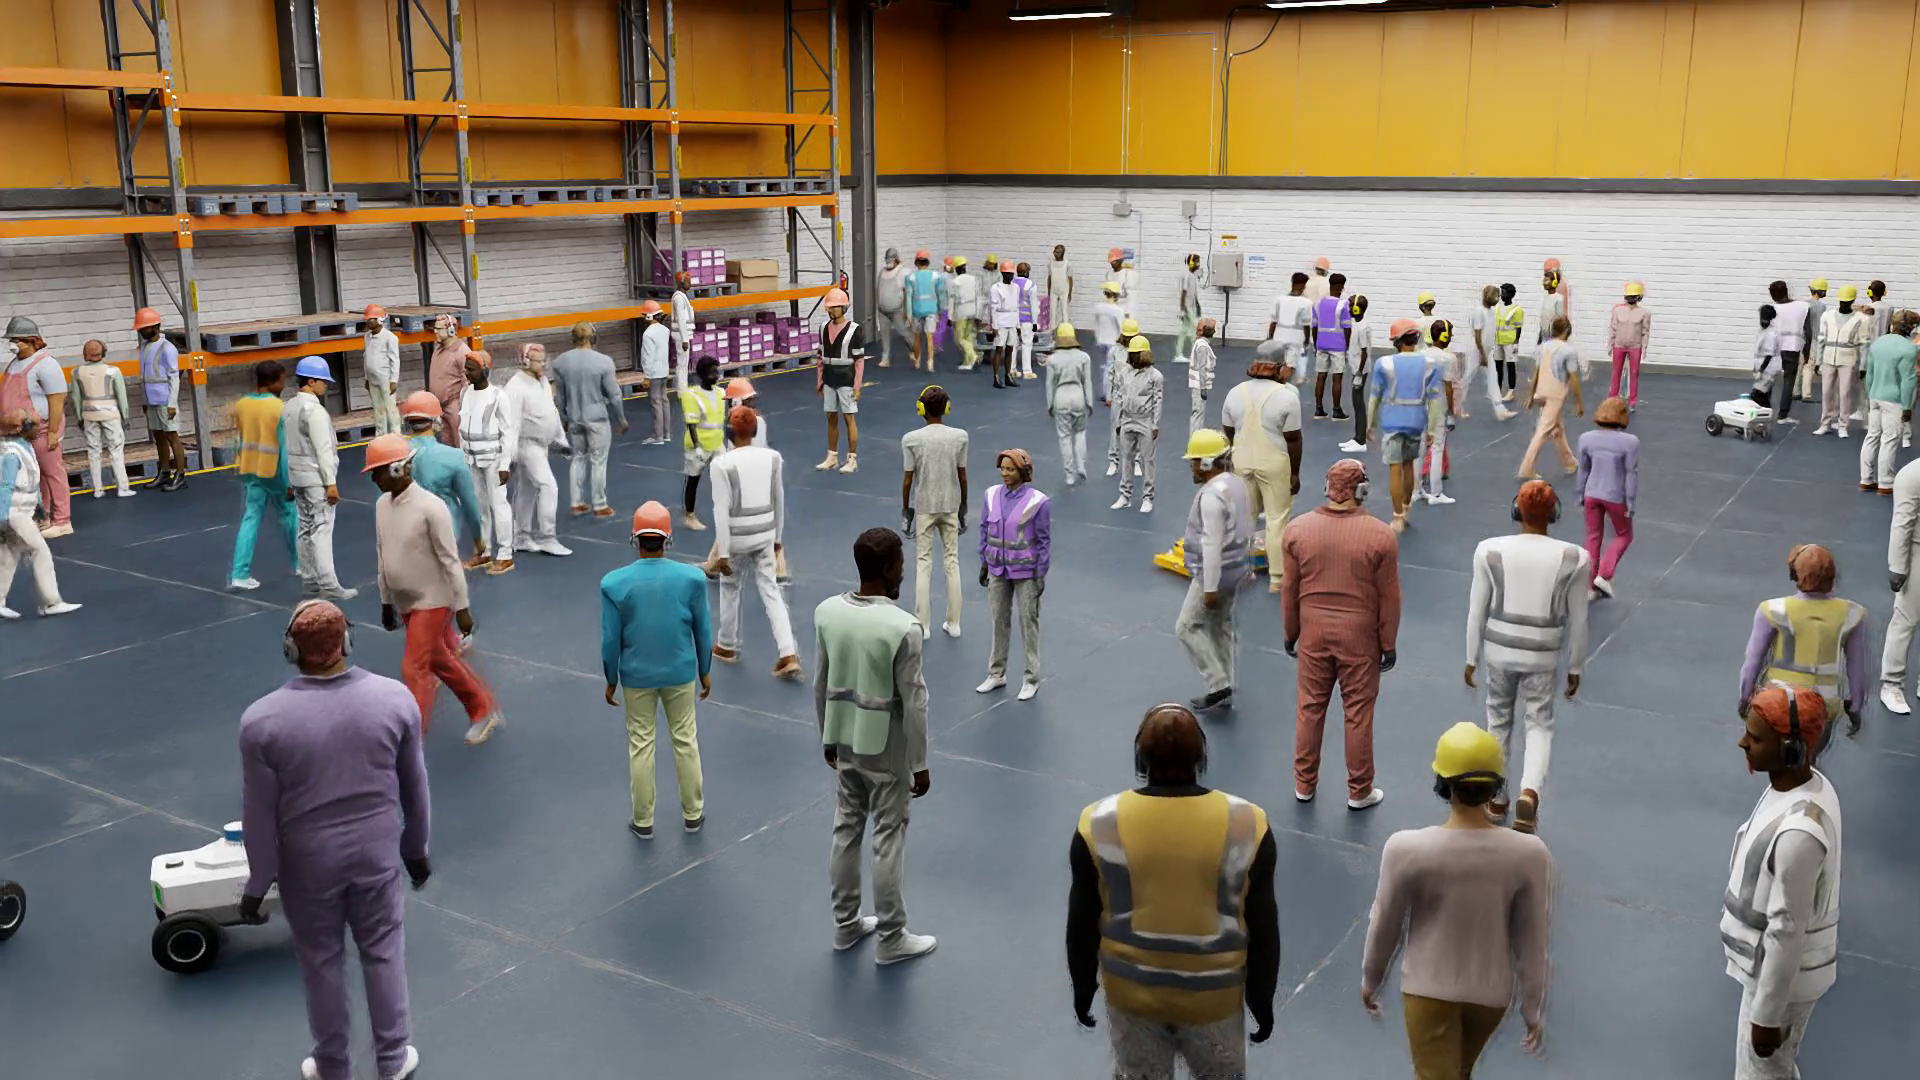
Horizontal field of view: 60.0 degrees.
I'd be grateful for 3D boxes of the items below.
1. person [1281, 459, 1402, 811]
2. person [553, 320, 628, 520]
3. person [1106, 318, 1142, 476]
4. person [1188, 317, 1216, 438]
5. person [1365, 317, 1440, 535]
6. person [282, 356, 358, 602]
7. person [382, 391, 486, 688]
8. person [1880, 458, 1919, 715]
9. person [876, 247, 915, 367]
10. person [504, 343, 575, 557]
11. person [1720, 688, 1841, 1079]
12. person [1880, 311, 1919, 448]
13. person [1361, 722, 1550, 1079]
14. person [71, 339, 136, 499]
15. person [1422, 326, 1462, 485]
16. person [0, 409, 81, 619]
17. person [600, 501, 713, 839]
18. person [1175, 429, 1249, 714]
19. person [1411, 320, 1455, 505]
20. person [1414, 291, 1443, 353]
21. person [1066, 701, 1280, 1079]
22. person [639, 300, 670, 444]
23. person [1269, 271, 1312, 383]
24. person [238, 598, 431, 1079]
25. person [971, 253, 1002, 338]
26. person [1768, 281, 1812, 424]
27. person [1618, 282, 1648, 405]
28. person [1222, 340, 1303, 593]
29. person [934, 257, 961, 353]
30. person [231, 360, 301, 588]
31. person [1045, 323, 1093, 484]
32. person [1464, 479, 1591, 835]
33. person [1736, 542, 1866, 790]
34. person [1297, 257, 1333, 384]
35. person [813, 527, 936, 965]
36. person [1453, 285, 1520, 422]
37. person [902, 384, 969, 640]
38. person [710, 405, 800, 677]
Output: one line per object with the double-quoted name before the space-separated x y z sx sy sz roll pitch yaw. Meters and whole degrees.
"person" 2.042 0.506 8.921 0.639 1.902 0.406 7 15 27
"person" -3.552 -1.145 16.020 0.650 1.934 0.446 5 14 19
"person" 1.844 -1.562 18.252 0.484 1.736 0.305 2 13 7
"person" 2.818 -1.776 19.409 0.314 1.634 0.516 2 13 7
"person" 4.116 -1.084 15.611 0.600 2.001 0.825 -1 13 -3
"person" -5.069 -0.476 13.100 0.407 1.937 0.602 -12 18 -43
"person" -3.524 -0.021 11.114 0.605 1.944 1.034 3 13 12
"person" 6.145 0.156 10.428 0.652 1.904 0.403 -2 13 -10
"person" -1.089 -3.929 27.849 0.703 2.000 0.740 7 15 29
"person" -3.662 -0.791 14.599 0.743 1.873 0.634 1 13 5
"person" 2.569 1.365 5.253 0.343 1.878 0.583 7 15 27
"person" 11.396 -1.942 20.099 0.519 1.645 0.307 10 16 37
"person" 1.583 1.432 5.323 0.533 1.716 0.940 0 13 -2
"person" -8.784 -1.233 17.037 0.523 1.636 0.310 -1 13 -6
"person" 5.037 -1.445 17.785 0.813 1.719 0.526 -9 16 -33
"person" -7.080 -0.188 12.576 0.770 1.599 0.534 -6 14 -23
"person" -1.558 0.663 8.559 0.573 1.748 0.342 -4 14 -17
"person" 1.571 0.208 10.417 0.451 1.807 0.610 6 14 25
"person" 4.798 -1.291 16.798 0.327 1.865 0.519 -8 15 -31
"person" 6.001 -2.321 21.493 0.523 1.761 0.328 -9 16 -34
"person" 0.654 1.400 5.200 0.657 1.822 0.435 2 13 8
"person" -3.738 -2.052 20.335 0.324 1.752 0.562 3 13 12
"person" 4.510 -2.748 23.009 0.647 1.924 0.852 10 16 38
"person" -2.312 1.145 6.153 0.687 1.904 0.403 -9 16 -35
"person" 0.504 -4.568 31.372 0.509 1.701 0.818 -3 13 -14
"person" 10.750 -2.435 21.762 0.694 1.870 0.378 4 14 17
"person" 9.561 -2.770 23.476 0.628 1.730 0.580 9 16 33
"person" 2.480 -0.601 13.414 0.683 2.000 0.538 11 17 39
"person" -0.129 -4.206 29.767 0.830 1.706 0.591 -3 13 -12
"person" -5.655 -0.551 13.610 0.612 1.856 1.015 5 14 20
"person" 1.161 -1.462 17.833 0.506 1.714 0.425 -1 13 -2
"person" 2.885 0.624 8.513 0.584 1.864 0.714 5 14 20
"person" 4.134 0.800 8.253 0.541 1.608 0.681 1 13 6
"person" 5.534 -3.396 25.761 0.635 1.944 1.019 10 16 36
"person" -0.386 0.892 7.209 0.597 1.915 0.370 10 17 38
"person" 6.971 -2.461 22.029 0.519 1.796 0.915 -12 18 -42
"person" -0.179 -0.196 12.082 0.501 1.854 0.327 -3 13 -11
"person" -1.395 0.005 11.246 0.590 1.841 0.978 -10 16 -37
